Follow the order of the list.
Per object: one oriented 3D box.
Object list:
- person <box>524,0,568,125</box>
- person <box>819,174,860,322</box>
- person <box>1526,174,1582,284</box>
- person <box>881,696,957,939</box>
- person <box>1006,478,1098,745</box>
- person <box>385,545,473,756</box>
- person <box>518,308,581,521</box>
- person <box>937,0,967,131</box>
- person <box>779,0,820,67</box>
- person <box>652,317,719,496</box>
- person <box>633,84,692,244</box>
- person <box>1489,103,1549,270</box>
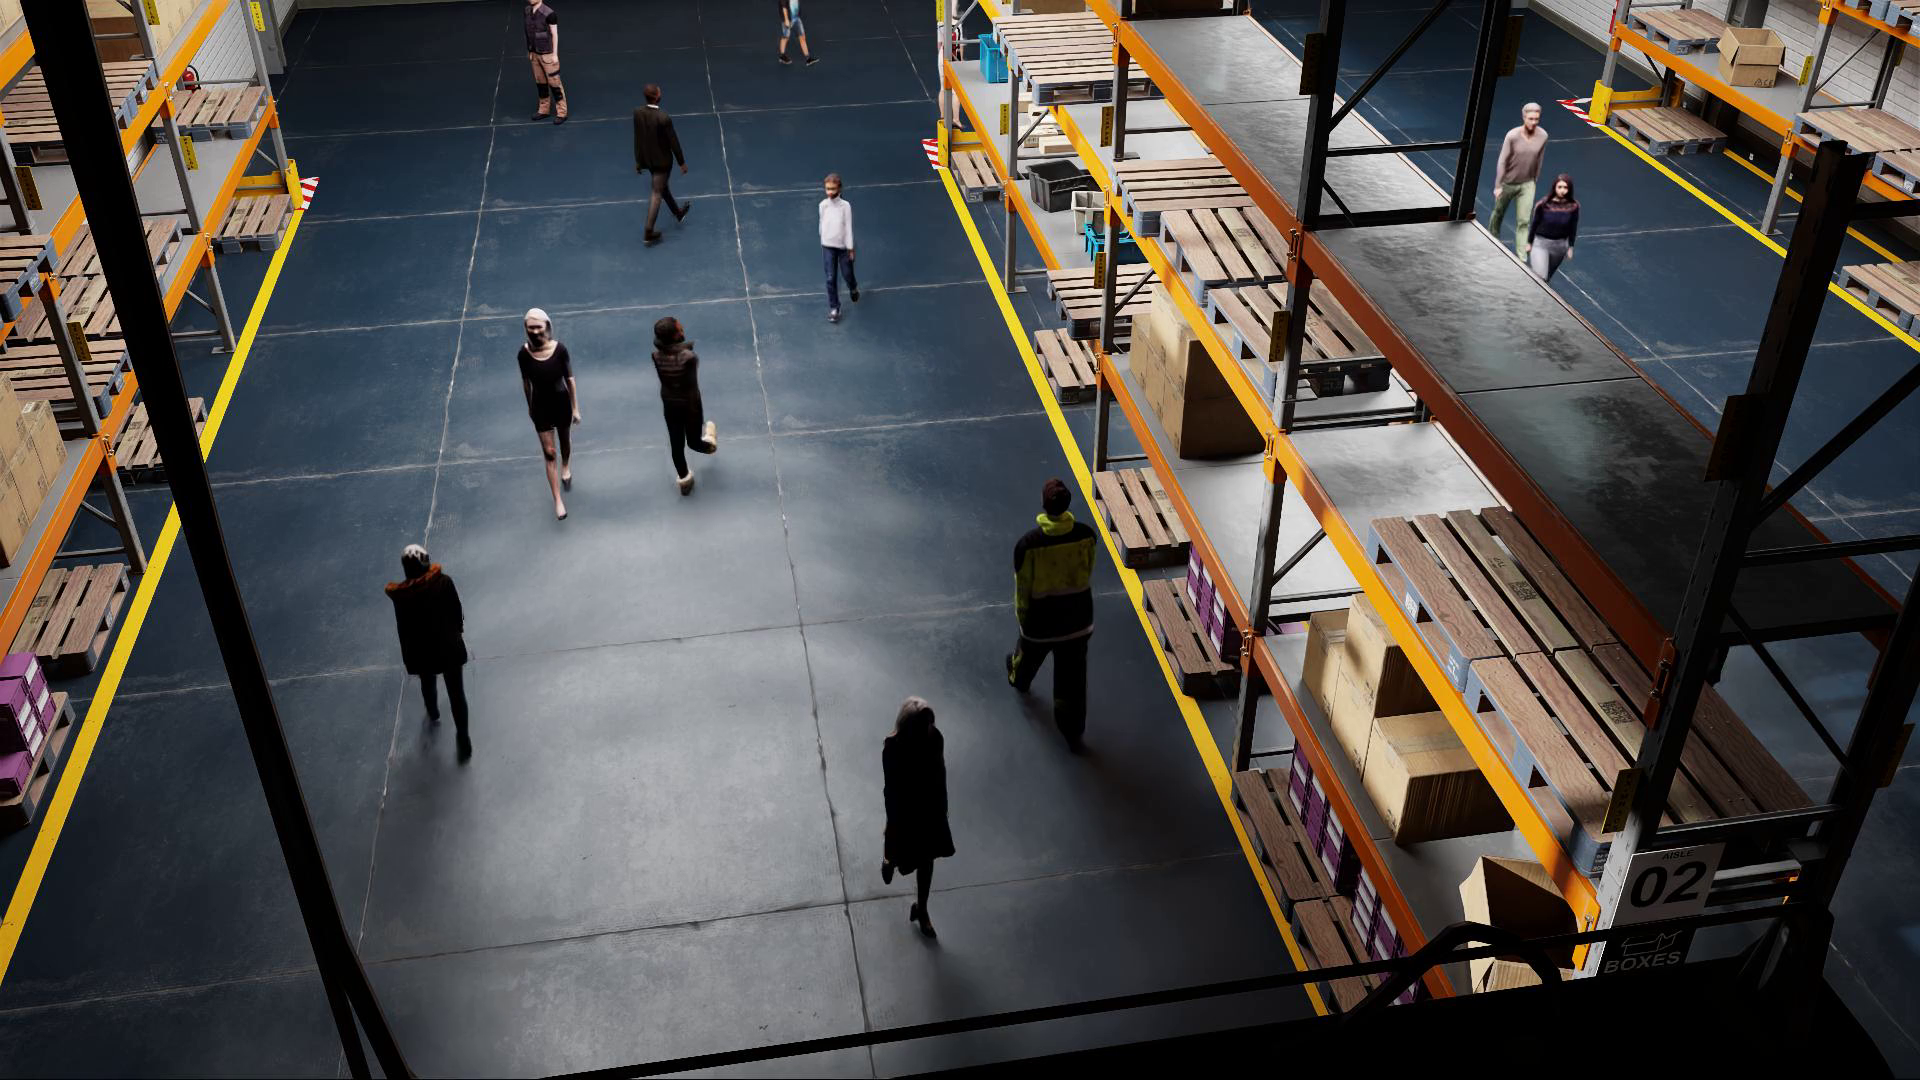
[{"bbox_3d":[-5.526,-6.493,22.120,0.776,1.842,0.812,17,37,24],"label":"person"},{"bbox_3d":[-1.244,-3.069,17.234,0.706,1.548,0.891,6,34,9],"label":"person"},{"bbox_3d":[6.056,-2.998,17.109,0.814,1.568,1.137,4,34,7],"label":"person"},{"bbox_3d":[-0.311,1.622,10.005,0.805,1.738,0.929,-21,39,-28],"label":"person"},{"bbox_3d":[0.694,0.526,11.474,0.830,1.937,1.206,-9,35,-13],"label":"person"},{"bbox_3d":[-3.570,0.783,11.387,0.789,1.605,1.019,-14,36,-20],"label":"person"},{"bbox_3d":[-3.452,-1.142,14.125,0.673,1.780,1.189,-9,35,-14],"label":"person"},{"bbox_3d":[-0.132,-6.280,21.883,0.627,1.749,0.706,26,41,33],"label":"person"},{"bbox_3d":[-2.507,-7.603,24.181,1.001,1.409,0.912,23,40,31],"label":"person"},{"bbox_3d":[-2.405,-1.207,14.339,0.934,1.651,0.748,-5,34,-8],"label":"person"},{"bbox_3d":[-3.464,-4.208,18.765,1.154,1.750,1.261,18,38,25],"label":"person"},{"bbox_3d":[6.071,-3.914,18.256,0.887,1.823,1.319,2,34,2],"label":"person"}]
